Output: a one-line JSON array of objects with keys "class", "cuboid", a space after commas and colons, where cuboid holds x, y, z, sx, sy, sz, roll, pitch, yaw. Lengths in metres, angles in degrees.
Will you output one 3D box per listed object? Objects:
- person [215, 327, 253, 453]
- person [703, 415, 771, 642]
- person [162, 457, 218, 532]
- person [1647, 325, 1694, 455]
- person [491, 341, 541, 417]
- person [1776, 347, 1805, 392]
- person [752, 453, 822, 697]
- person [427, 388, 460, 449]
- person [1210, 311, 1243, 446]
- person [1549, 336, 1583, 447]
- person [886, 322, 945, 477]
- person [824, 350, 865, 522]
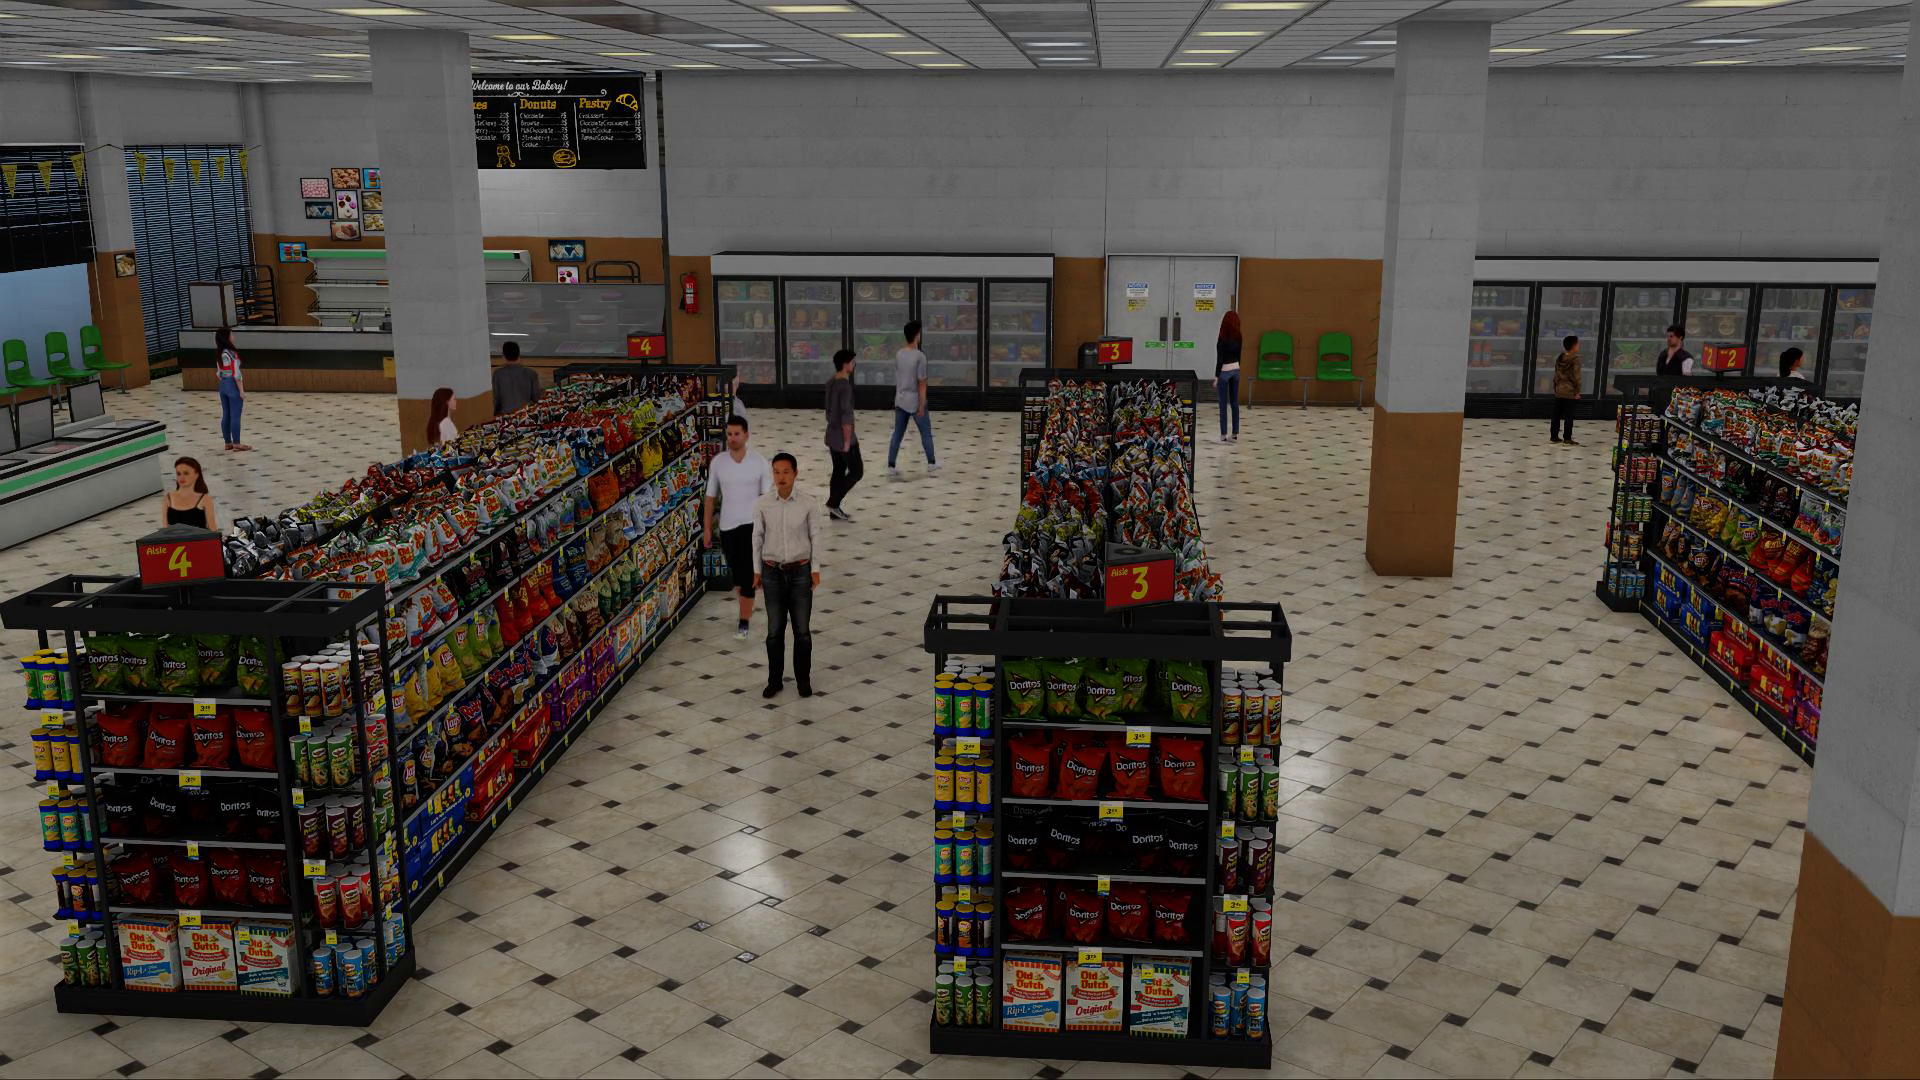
[{"class": "person", "cuboid": [-9.562, -1.981, 21.791, 0.669, 1.612, 0.674, 10, 17, 35]}, {"class": "person", "cuboid": [-1.790, -0.107, 13.656, 0.706, 1.805, 1.192, 1, 14, 4]}, {"class": "person", "cuboid": [-6.011, 0.128, 13.104, 0.612, 1.609, 0.899, 0, 14, -1]}, {"class": "person", "cuboid": [8.600, -1.639, 19.974, 1.144, 1.803, 1.212, -7, 15, -26]}, {"class": "person", "cuboid": [-4.814, -1.217, 18.123, 0.860, 1.857, 0.894, -6, 15, -23]}, {"class": "person", "cuboid": [9.673, -1.432, 19.455, 0.698, 1.646, 0.579, -4, 14, -16]}, {"class": "person", "cuboid": [-1.264, 0.246, 12.187, 0.671, 1.811, 0.580, 0, 14, 0]}, {"class": "person", "cuboid": [-4.855, -0.518, 15.506, 1.091, 1.731, 1.102, -8, 16, -30]}, {"class": "person", "cuboid": [3.585, -2.175, 22.222, 0.672, 1.787, 0.715, -9, 16, -32]}, {"class": "person", "cuboid": [8.088, -1.995, 22.184, 0.743, 1.454, 0.659, -7, 15, -28]}, {"class": "person", "cuboid": [-0.657, -1.639, 19.885, 1.063, 1.846, 1.264, 10, 17, 35]}, {"class": "person", "cuboid": [-1.336, -1.080, 17.596, 0.904, 1.839, 0.833, -9, 16, -32]}]
